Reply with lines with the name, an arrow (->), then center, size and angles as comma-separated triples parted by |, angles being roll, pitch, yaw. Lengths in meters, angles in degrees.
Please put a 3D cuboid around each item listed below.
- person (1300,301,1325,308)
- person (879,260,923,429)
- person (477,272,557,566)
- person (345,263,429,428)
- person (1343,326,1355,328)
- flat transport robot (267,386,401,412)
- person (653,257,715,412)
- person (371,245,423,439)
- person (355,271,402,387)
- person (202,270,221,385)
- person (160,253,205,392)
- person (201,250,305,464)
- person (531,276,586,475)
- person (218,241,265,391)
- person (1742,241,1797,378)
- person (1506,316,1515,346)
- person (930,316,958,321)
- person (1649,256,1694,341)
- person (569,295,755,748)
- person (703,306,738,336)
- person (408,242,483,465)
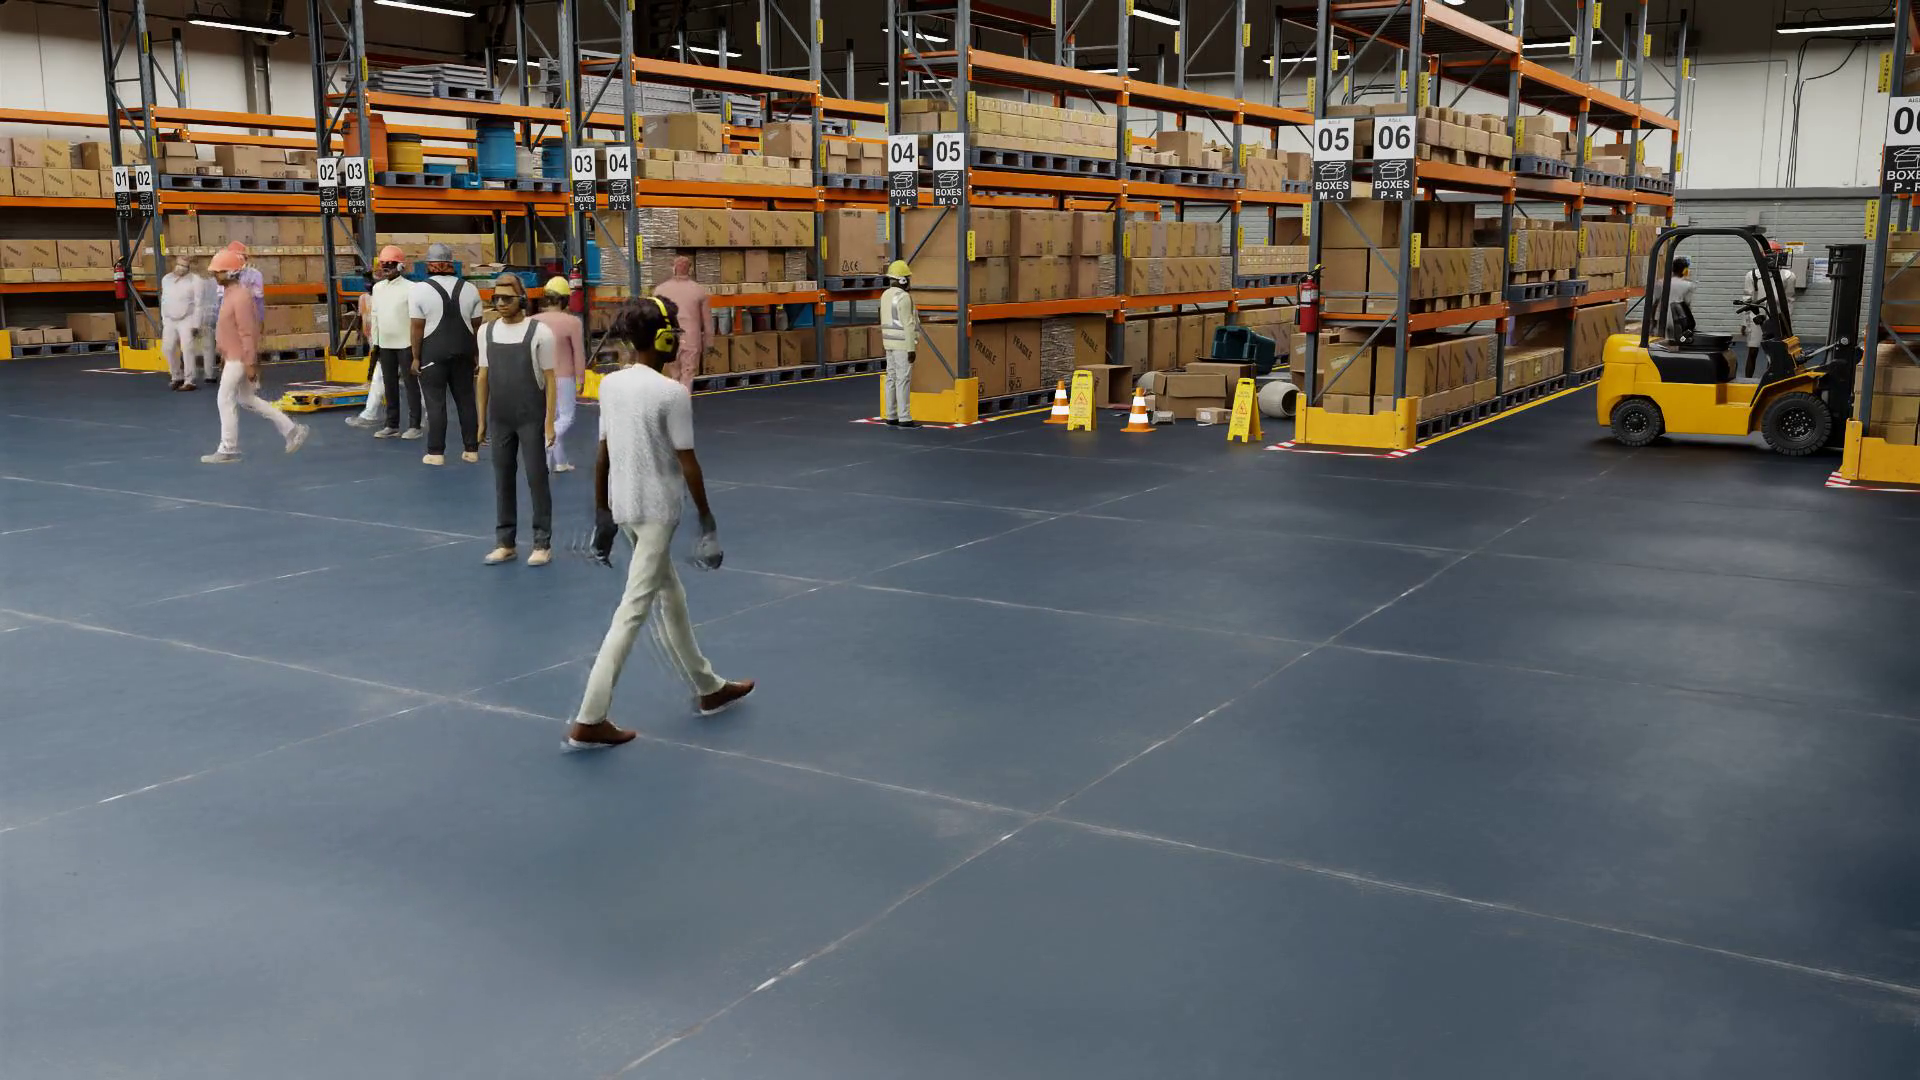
person -> 7.224, -4.830, 33.906 | 0.567, 1.619, 0.358 | 4, 11, 22
person -> -0.643, -2.126, 18.172 | 0.404, 1.837, 0.590 | -6, 12, -30
person -> -2.783, -0.750, 10.441 | 0.516, 1.842, 0.328 | 2, 10, 9
person -> -6.203, -2.117, 18.187 | 1.039, 1.820, 0.622 | -1, 10, -6
person -> 5.506, -2.999, 22.774 | 0.543, 1.940, 0.361 | 7, 12, 32
flat transport robot -> -7.665, -1.742, 20.404 | 0.652, 0.197, 1.431 | 7, 12, 35
person -> -3.075, -2.235, 18.702 | 0.673, 1.856, 0.991 | 1, 10, 7
person -> -5.843, -2.041, 17.246 | 0.613, 1.996, 0.379 | 3, 11, 19
person -> -7.931, -2.825, 22.608 | 0.536, 1.654, 0.889 | 5, 11, 28
person -> -10.612, -3.140, 23.967 | 0.605, 1.785, 0.874 | 3, 11, 17
person -> -10.627, -2.957, 22.695 | 0.672, 1.880, 0.445 | 2, 10, 12
person -> -6.628, -1.705, 15.472 | 0.880, 1.966, 0.620 | -6, 12, -28
person -> -3.541, -1.411, 14.443 | 0.534, 1.746, 0.710 | 3, 11, 17
person -> -9.843, -3.055, 22.781 | 0.614, 2.048, 0.361 | -1, 10, -3
person -> 10.479, -2.841, 21.595 | 0.609, 2.044, 0.395 | 6, 12, 29
person -> 9.287, -3.828, 27.514 | 0.645, 1.905, 0.400 | 4, 11, 22
person -> -0.232, -2.755, 21.458 | 0.580, 1.915, 0.681 | 6, 12, 30
person -> 9.724, -2.954, 22.786 | 0.556, 1.843, 0.609 | 4, 11, 21
person -> -1.223, -0.087, 6.809 | 0.534, 1.811, 1.004 | 9, 14, 41
person -> -3.672, -3.437, 25.269 | 0.632, 1.932, 0.372 | 1, 10, 3
person -> -4.762, -1.718, 15.314 | 0.688, 2.000, 0.536 | -8, 13, -39
